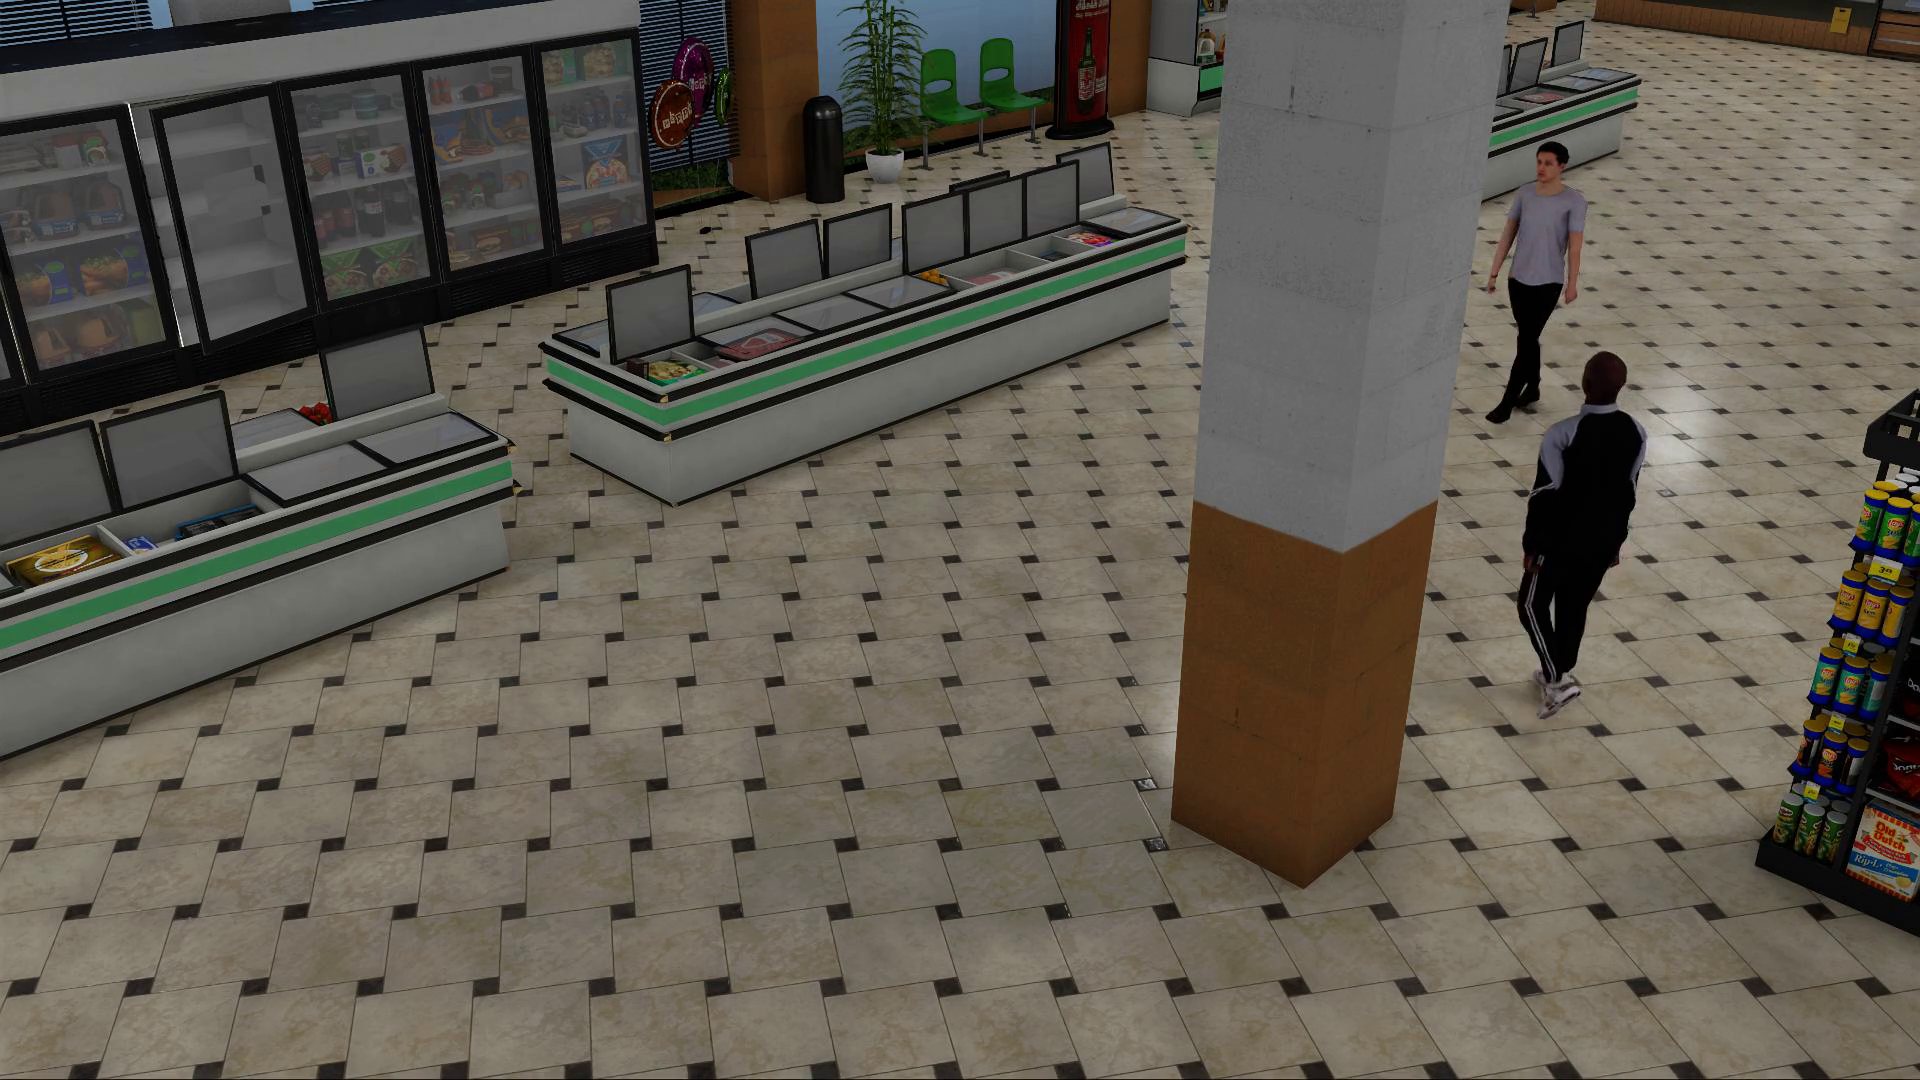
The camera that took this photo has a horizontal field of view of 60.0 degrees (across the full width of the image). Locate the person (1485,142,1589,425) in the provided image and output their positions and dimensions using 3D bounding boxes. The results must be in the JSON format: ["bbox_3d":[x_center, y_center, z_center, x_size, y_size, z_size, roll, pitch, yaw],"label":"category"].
[{"bbox_3d":[3.899,-1.725,11.114,0.997,1.823,0.715,-22,34,-36],"label":"person"}]

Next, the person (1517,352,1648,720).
[{"bbox_3d":[2.877,0.031,7.666,0.965,1.811,1.017,-1,27,-2],"label":"person"}]
